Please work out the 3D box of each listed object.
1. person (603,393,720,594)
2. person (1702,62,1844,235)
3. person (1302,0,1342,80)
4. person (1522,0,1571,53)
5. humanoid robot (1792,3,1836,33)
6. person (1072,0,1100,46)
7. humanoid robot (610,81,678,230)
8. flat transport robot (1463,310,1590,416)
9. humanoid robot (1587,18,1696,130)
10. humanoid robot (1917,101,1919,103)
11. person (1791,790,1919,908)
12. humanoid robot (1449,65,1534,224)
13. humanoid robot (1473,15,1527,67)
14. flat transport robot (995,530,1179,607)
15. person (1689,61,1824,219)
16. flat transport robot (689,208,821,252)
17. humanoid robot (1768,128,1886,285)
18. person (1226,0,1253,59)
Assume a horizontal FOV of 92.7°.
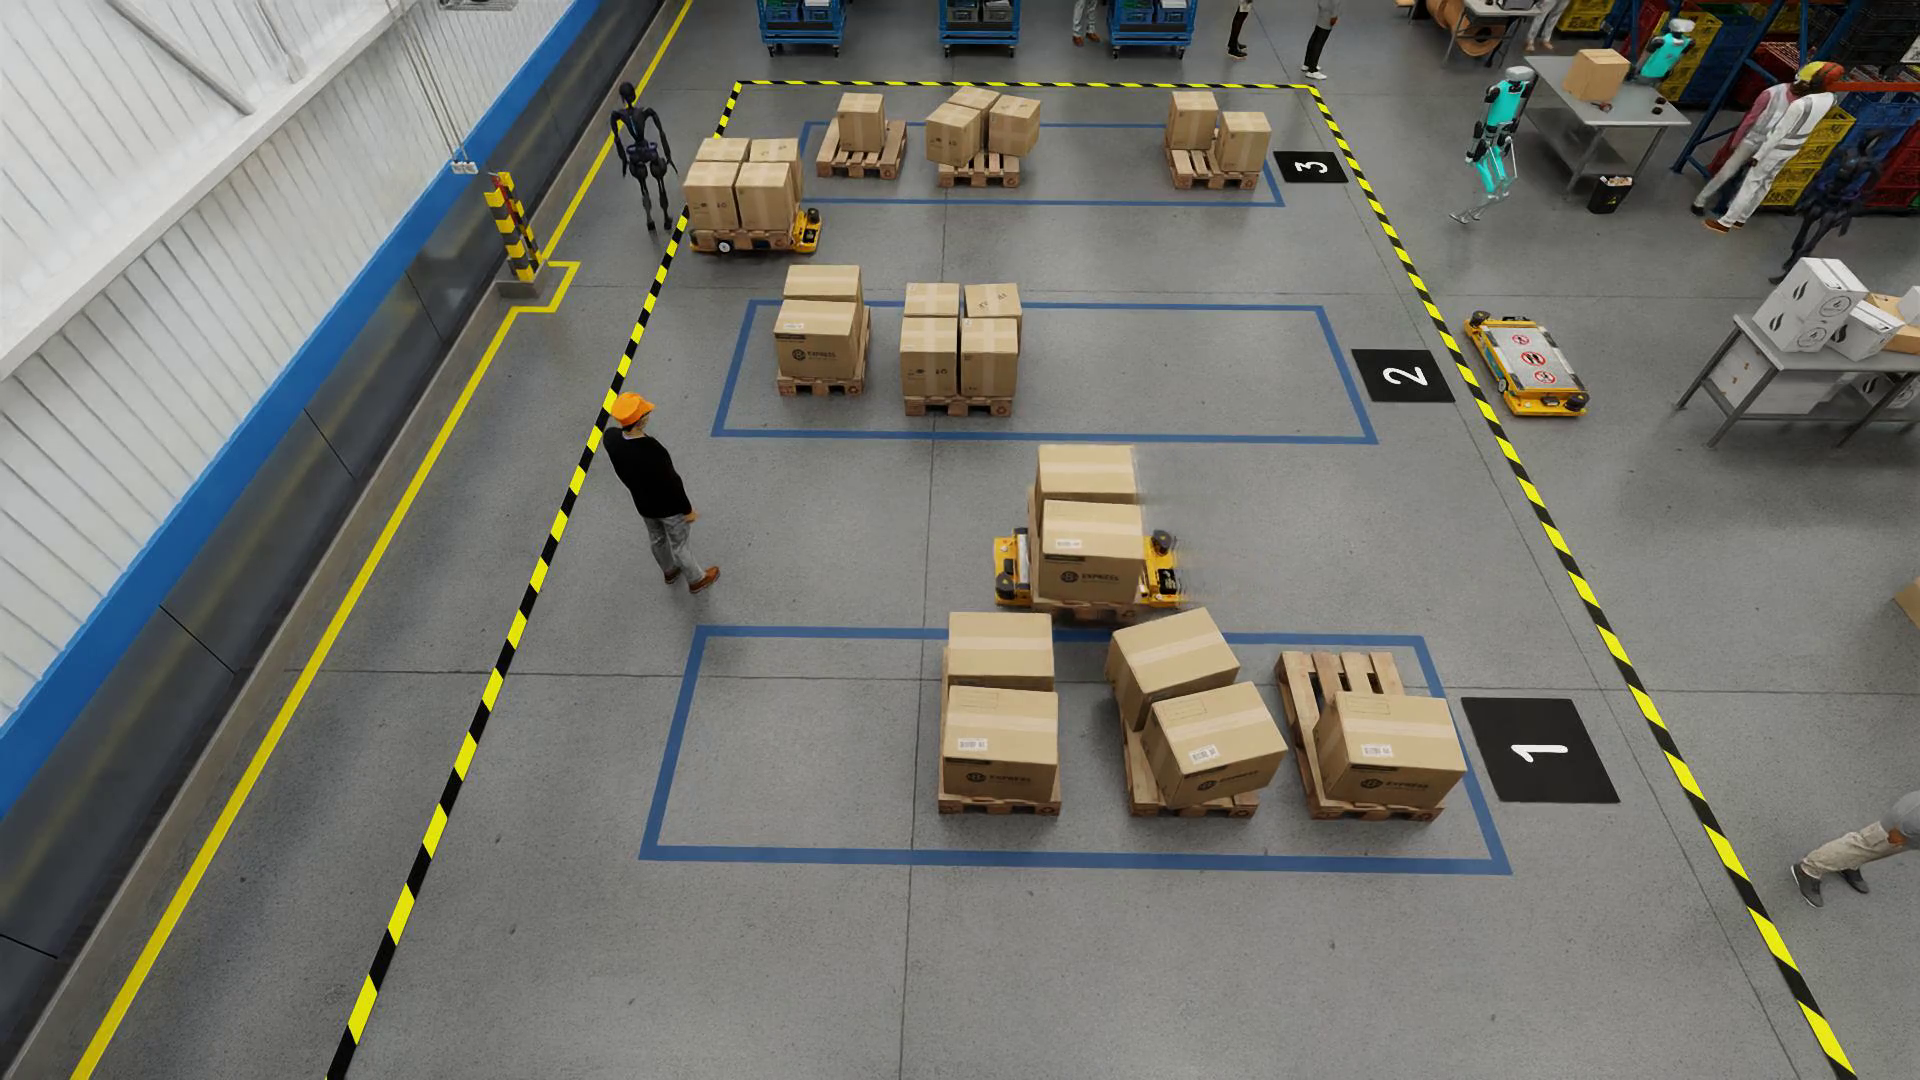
[{"bbox_3d":[-2.204,-0.309,6.736,0.584,1.880,0.380,22,53,18],"label":"person"},{"bbox_3d":[9.090,-4.329,10.212,0.573,1.884,0.356,-17,51,-14],"label":"person"},{"bbox_3d":[5.292,-7.592,13.057,0.378,1.852,0.589,1,49,1],"label":"person"},{"bbox_3d":[9.045,-8.294,13.672,0.631,1.841,0.429,-11,50,-9],"label":"person"},{"bbox_3d":[12.867,-8.155,13.666,0.528,1.645,0.595,-25,53,-20],"label":"humanoid robot"},{"bbox_3d":[1.993,-8.547,13.827,0.632,1.937,0.353,-22,53,-18],"label":"person"},{"bbox_3d":[-3.521,-4.242,10.272,0.616,1.640,0.428,-7,49,-6],"label":"humanoid robot"},{"bbox_3d":[5.573,-1.757,9.054,0.659,0.231,1.431,1,49,1],"label":"flat transport robot"},{"bbox_3d":[8.342,-5.636,11.459,0.561,1.797,0.811,-4,49,-3],"label":"humanoid robot"},{"bbox_3d":[13.449,-6.592,12.286,0.572,1.790,0.876,31,56,24],"label":"humanoid robot"},{"bbox_3d":[5.505,1.578,5.174,0.573,1.768,0.402,-10,50,-8],"label":"person"},{"bbox_3d":[6.013,-4.304,10.202,0.533,1.671,0.735,-12,50,-10],"label":"humanoid robot"},{"bbox_3d":[7.997,-7.773,13.331,0.589,1.648,0.329,21,52,17],"label":"humanoid robot"},{"bbox_3d":[0.996,0.212,7.332,1.431,0.197,0.652,1,49,1],"label":"flat transport robot"},{"bbox_3d":[9.106,-4.518,10.426,0.612,1.810,0.423,4,49,4],"label":"person"},{"bbox_3d":[-2.368,-3.613,10.642,1.431,0.197,0.652,1,49,1],"label":"flat transport robot"},{"bbox_3d":[9.195,-3.528,9.676,0.690,1.621,0.606,-18,52,-15],"label":"humanoid robot"},{"bbox_3d":[4.292,-8.210,13.521,0.365,1.958,0.611,9,50,8],"label":"person"}]
